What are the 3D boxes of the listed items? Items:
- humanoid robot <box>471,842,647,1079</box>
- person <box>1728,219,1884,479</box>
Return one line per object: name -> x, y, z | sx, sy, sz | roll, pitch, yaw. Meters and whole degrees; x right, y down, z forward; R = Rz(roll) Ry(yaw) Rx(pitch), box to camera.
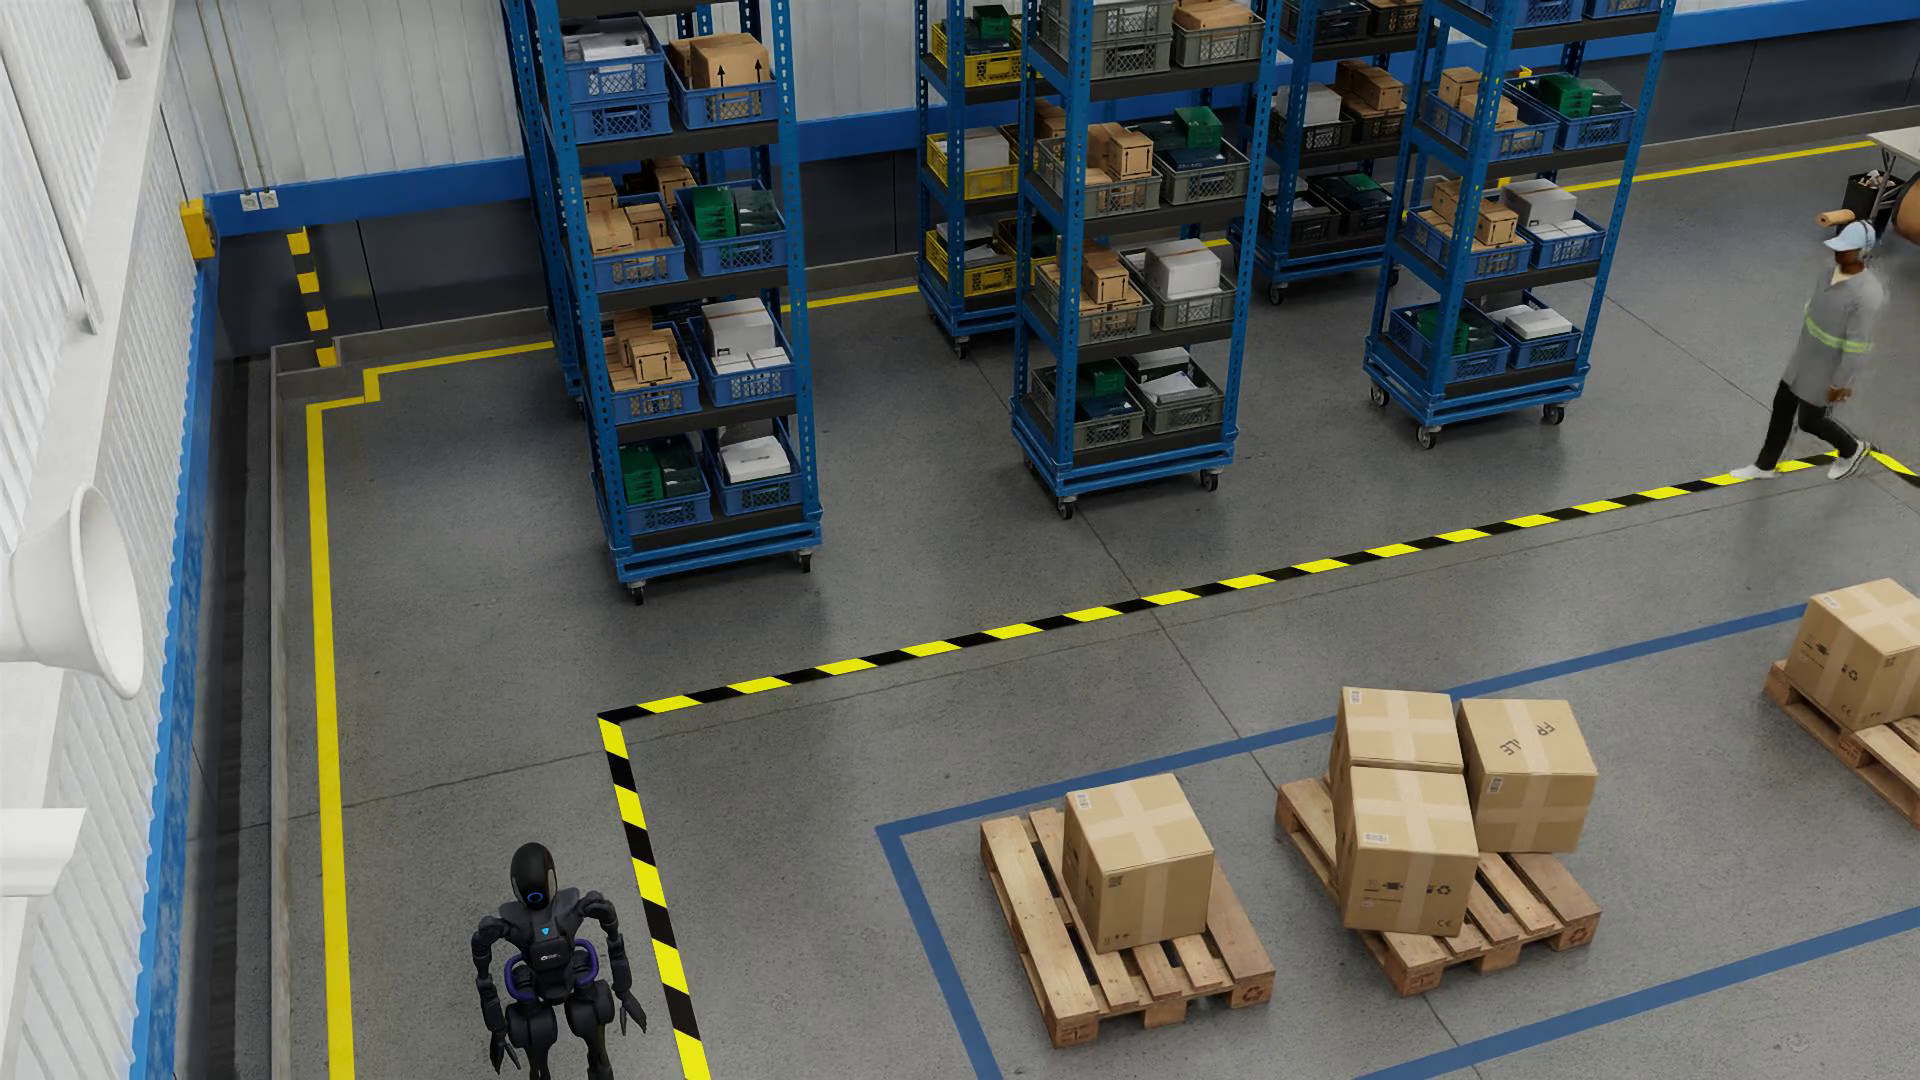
humanoid robot -> -1.511, 1.766, 6.317 | 0.599, 1.657, 0.315 | -12, 37, -17
person -> 5.395, -1.129, 10.303 | 0.700, 1.831, 0.597 | -3, 35, -4
